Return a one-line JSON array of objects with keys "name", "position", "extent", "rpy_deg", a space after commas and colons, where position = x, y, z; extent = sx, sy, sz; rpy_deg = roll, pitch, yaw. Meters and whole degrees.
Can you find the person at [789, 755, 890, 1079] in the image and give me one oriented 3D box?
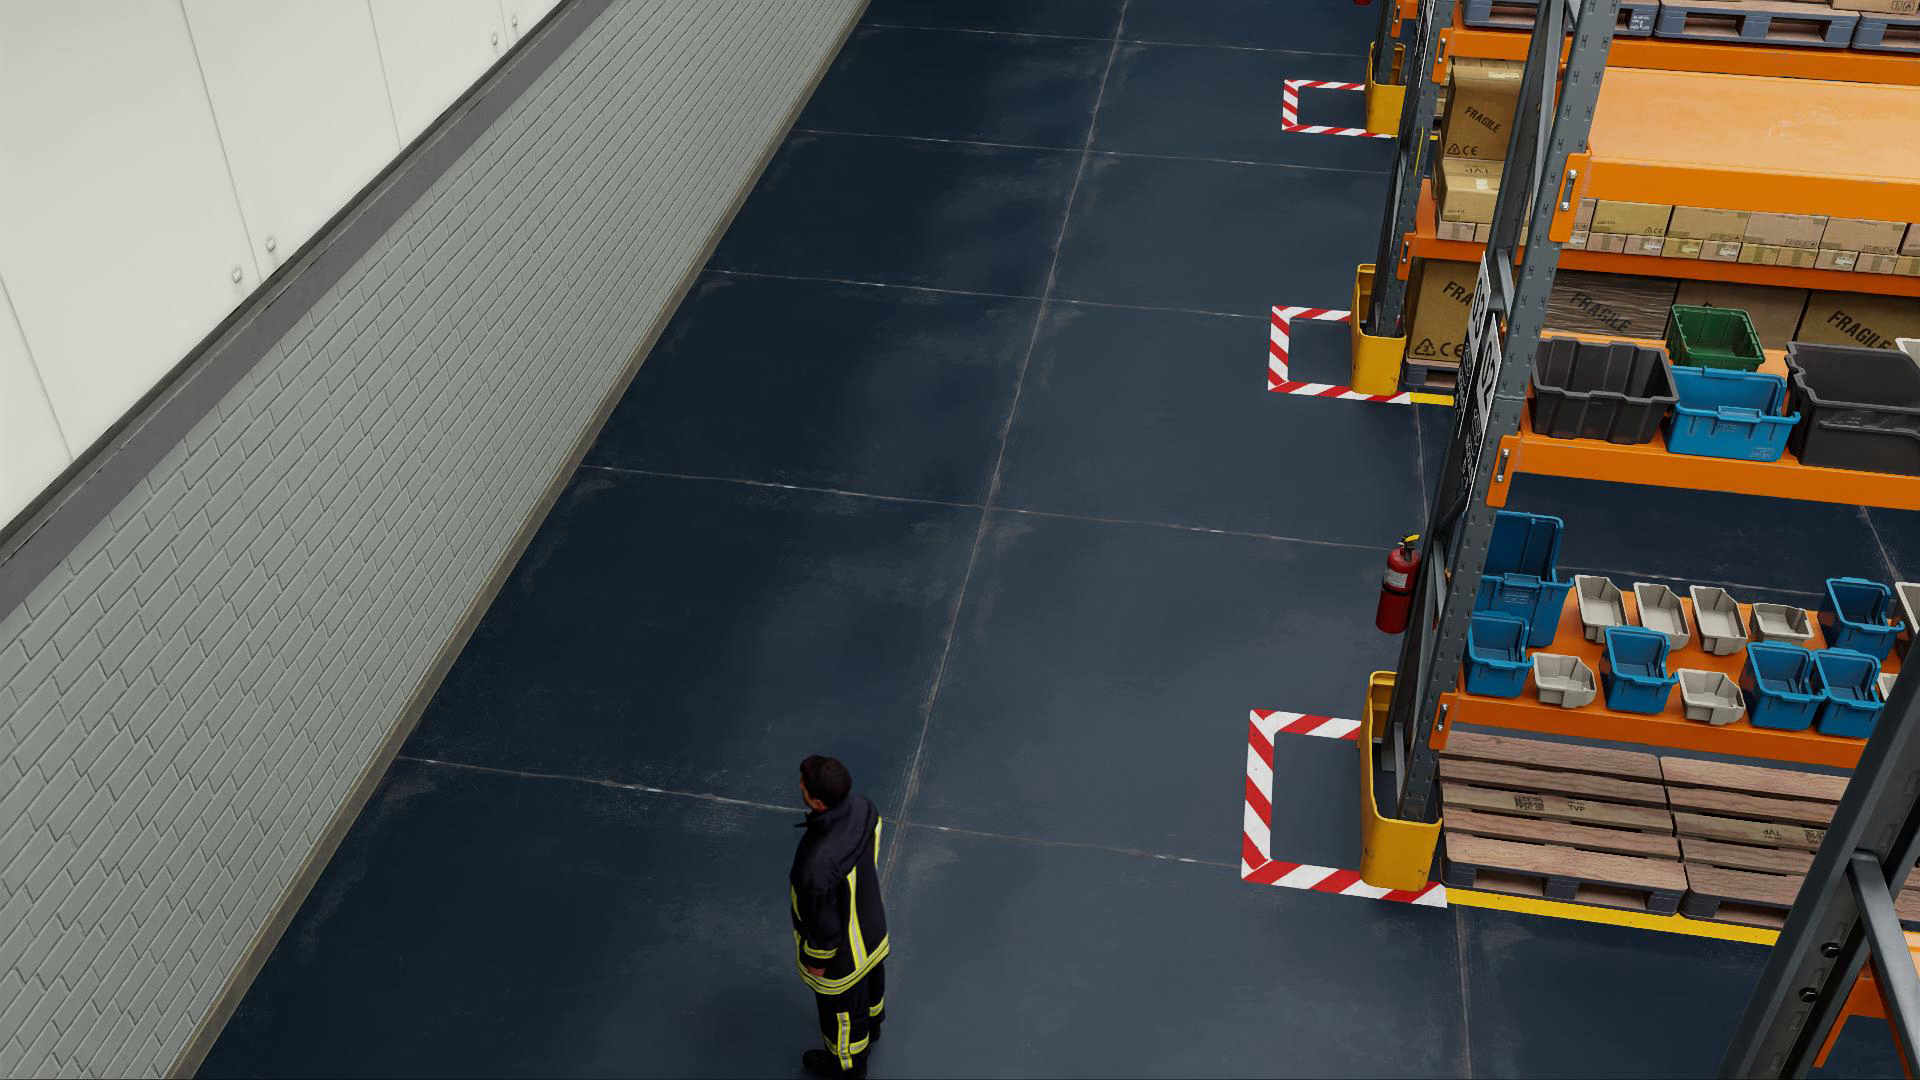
[{"name": "person", "position": [-0.532, 1.692, 7.422], "extent": [0.705, 1.927, 0.824], "rpy_deg": [11, 39, 14]}]
